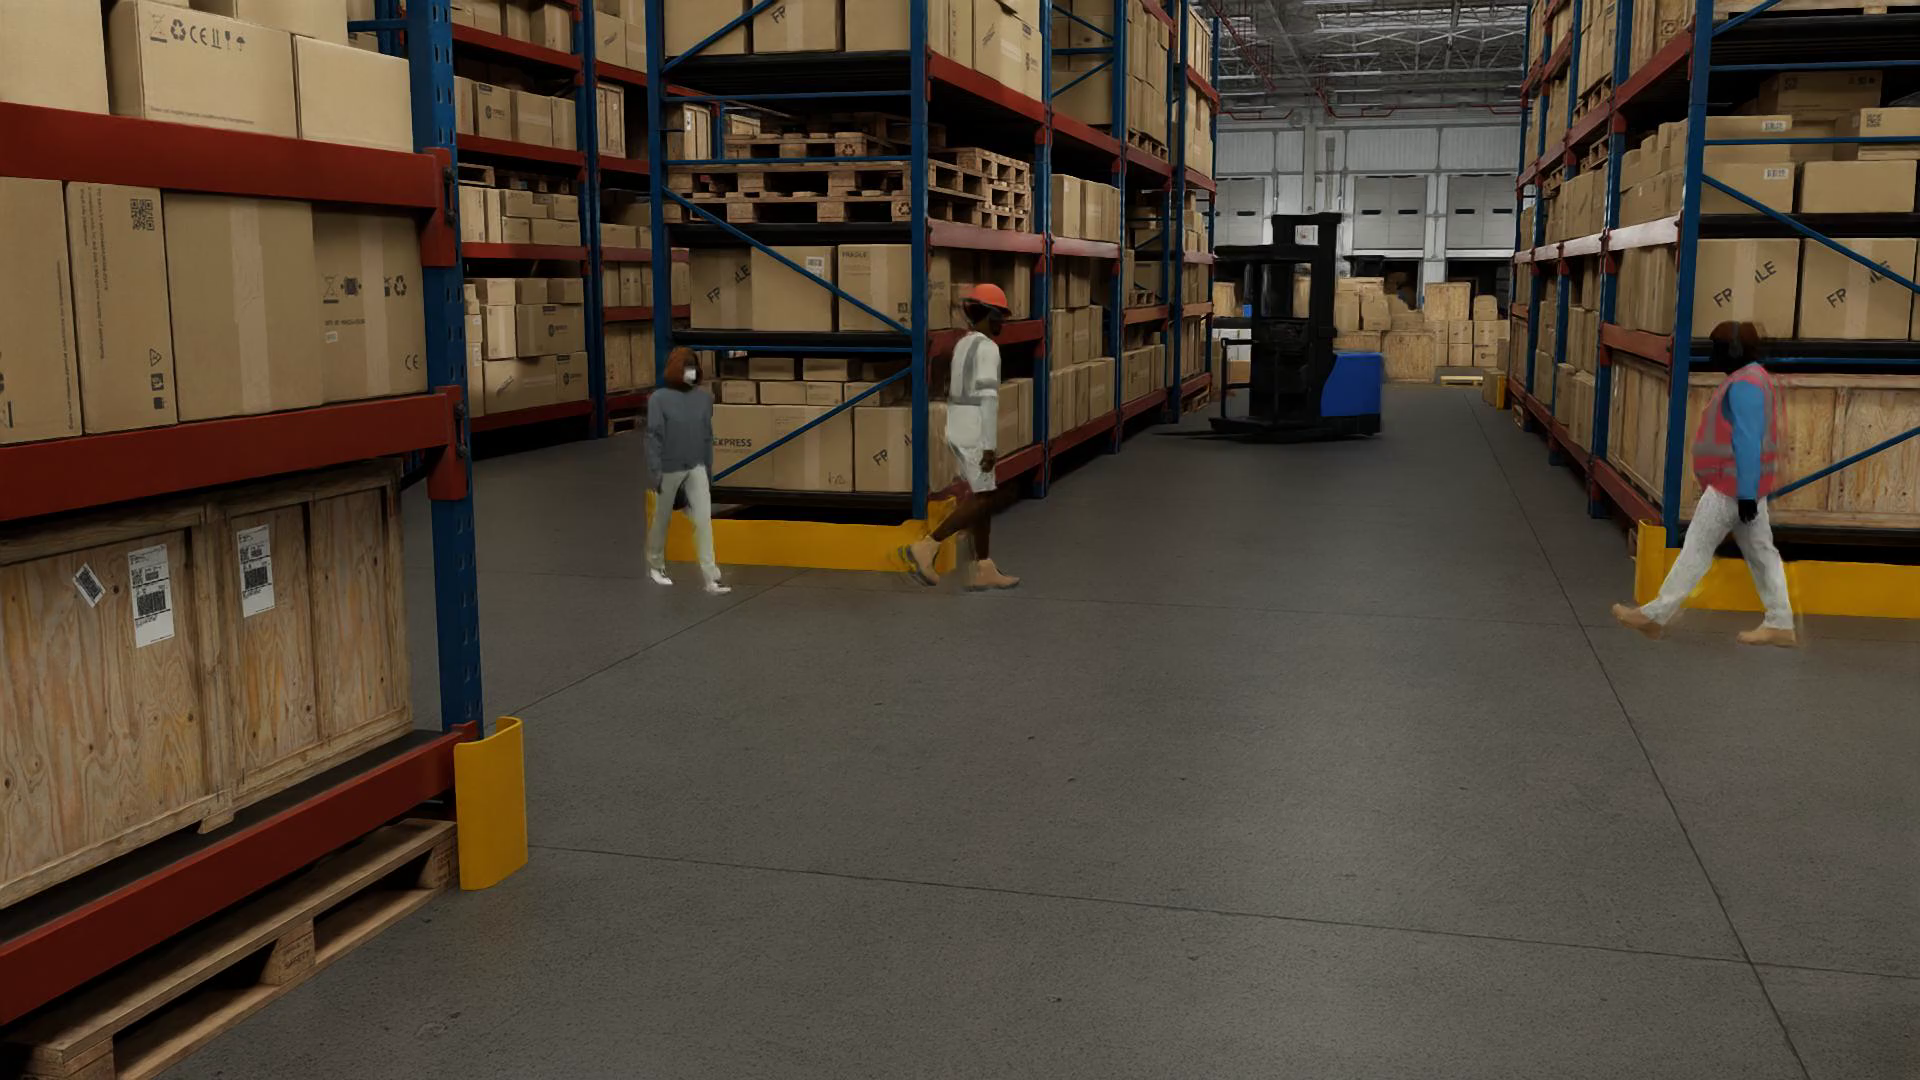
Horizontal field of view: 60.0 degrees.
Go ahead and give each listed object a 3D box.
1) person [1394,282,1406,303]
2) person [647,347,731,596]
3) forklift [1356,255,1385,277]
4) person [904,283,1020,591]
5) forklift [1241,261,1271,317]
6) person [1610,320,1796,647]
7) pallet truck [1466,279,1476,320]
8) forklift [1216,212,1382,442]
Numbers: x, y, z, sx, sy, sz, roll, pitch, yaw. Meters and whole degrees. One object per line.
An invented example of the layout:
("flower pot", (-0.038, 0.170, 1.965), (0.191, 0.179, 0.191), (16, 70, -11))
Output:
("person", (14.108, -7.398, 53.861), (0.906, 1.902, 0.666), (8, 12, 42))
("person", (-1.788, -0.450, 10.735), (0.513, 1.586, 0.851), (-7, 11, -38))
("forklift", (14.147, -8.466, 57.559), (1.129, 2.768, 1.873), (-2, 9, -11))
("person", (0.018, -0.656, 10.733), (0.741, 1.989, 0.705), (-3, 9, -19))
("forklift", (10.551, -8.662, 58.805), (1.129, 2.768, 1.873), (2, 9, 15))
("person", (4.189, -0.307, 9.177), (0.980, 1.787, 0.656), (5, 10, 28))
("pallet truck", (18.896, -8.459, 60.307), (1.885, 1.965, 0.823), (5, 10, 31))
("forklift", (4.299, -2.687, 20.846), (1.873, 2.768, 1.129), (-5, 10, -30))
